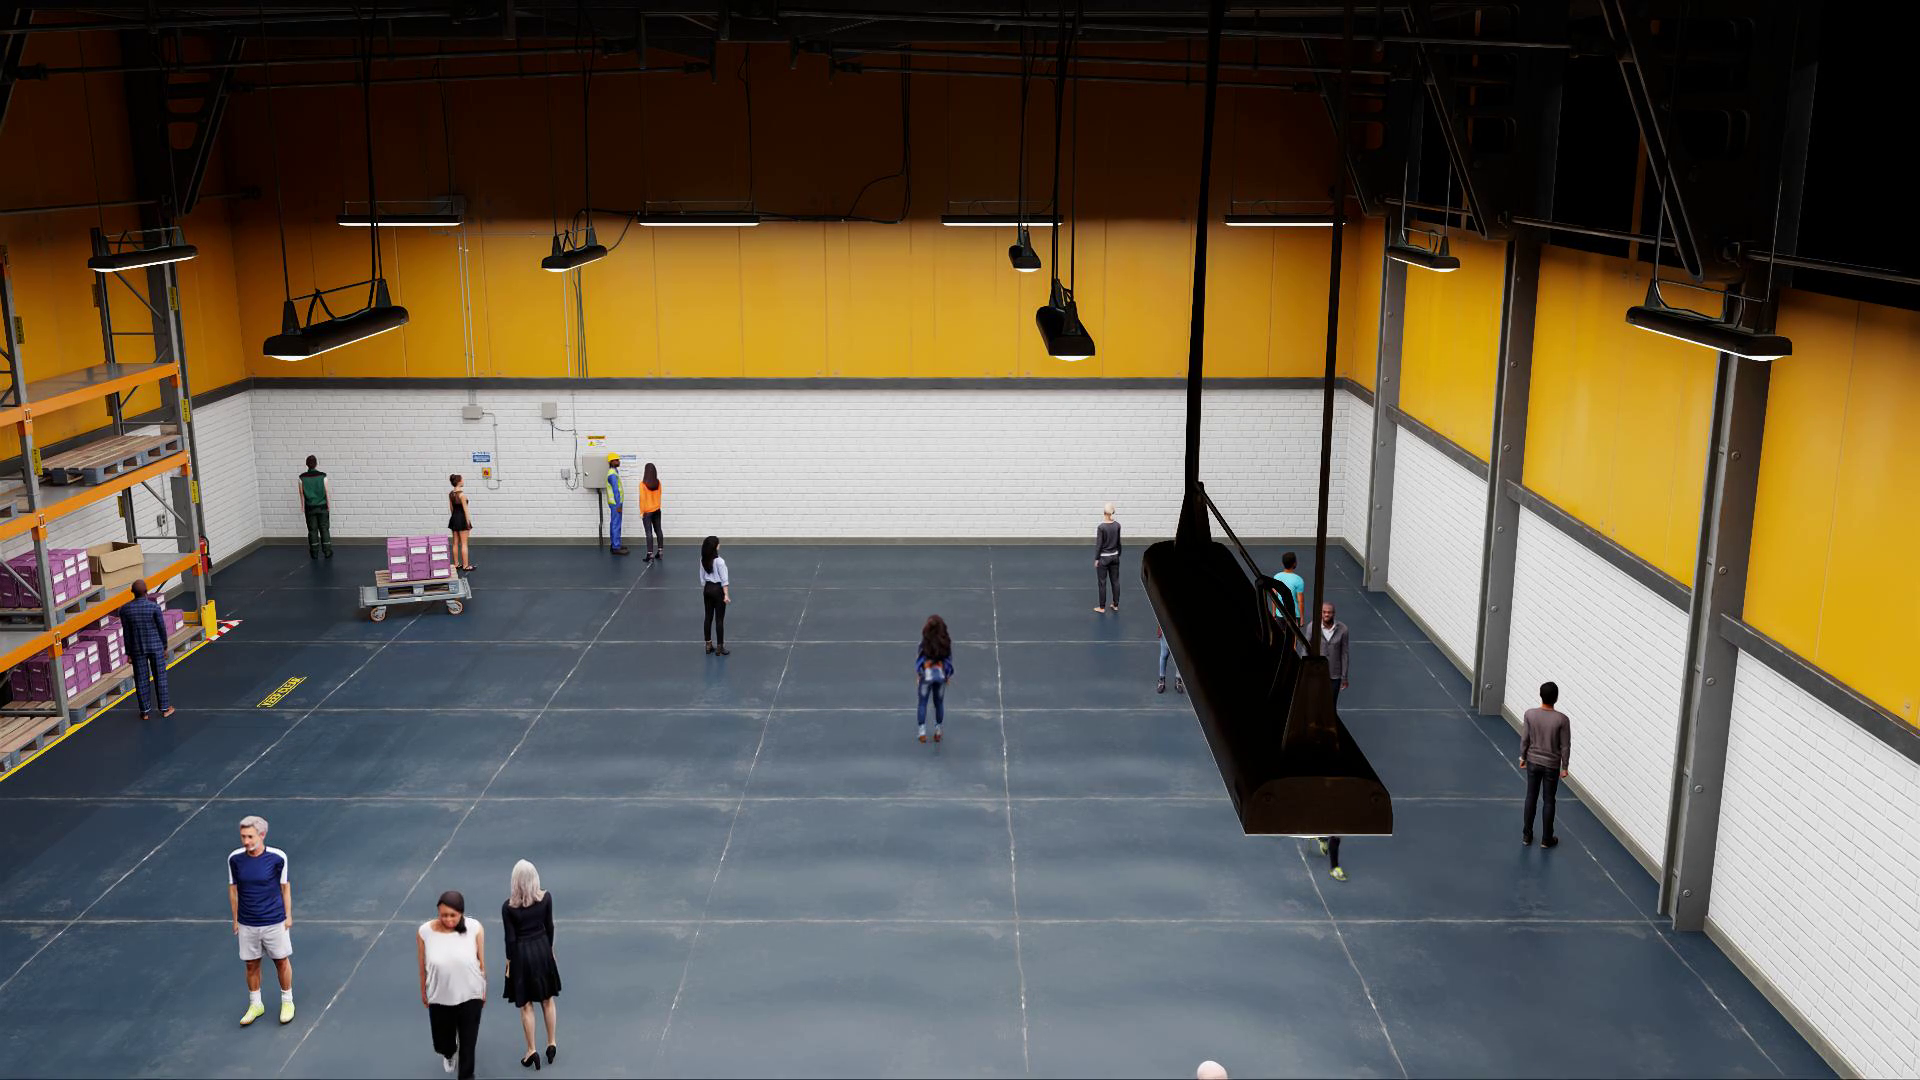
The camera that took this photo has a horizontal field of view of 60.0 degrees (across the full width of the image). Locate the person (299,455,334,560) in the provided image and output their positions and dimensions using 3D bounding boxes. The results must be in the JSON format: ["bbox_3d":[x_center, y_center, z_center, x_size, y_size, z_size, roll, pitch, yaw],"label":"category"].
[{"bbox_3d":[-11.325,-0.594,29.253,0.714,1.843,0.703,-5,14,-18],"label":"person"}]

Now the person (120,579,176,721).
[{"bbox_3d":[-10.344,1.378,21.159,0.744,1.819,0.727,-5,15,-21],"label":"person"}]

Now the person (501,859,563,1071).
[{"bbox_3d":[-3.399,3.349,13.173,0.700,1.747,0.736,-10,17,-35],"label":"person"}]

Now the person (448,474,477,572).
[{"bbox_3d":[-8.560,-0.310,28.438,0.682,1.672,0.726,10,17,36],"label":"person"}]

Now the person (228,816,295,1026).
[{"bbox_3d":[-5.806,3.140,13.843,0.646,1.838,0.562,-1,14,-6],"label":"person"}]

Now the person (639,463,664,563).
[{"bbox_3d":[-5.387,-0.498,29.053,0.767,1.749,0.688,11,17,38],"label":"person"}]

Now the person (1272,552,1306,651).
[{"bbox_3d":[4.468,1.032,22.678,0.695,1.777,0.723,10,17,36],"label":"person"}]

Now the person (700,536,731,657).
[{"bbox_3d":[-3.515,0.783,23.773,0.732,1.744,0.749,9,16,33],"label":"person"}]

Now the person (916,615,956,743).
[{"bbox_3d":[-0.315,1.691,20.283,0.701,1.621,0.664,-4,14,-15],"label":"person"}]

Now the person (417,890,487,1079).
[{"bbox_3d":[-3.889,3.467,12.848,0.736,1.670,0.862,-3,14,-10],"label":"person"}]

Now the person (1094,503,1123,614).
[{"bbox_3d":[2.313,0.262,25.965,0.687,1.726,0.670,-7,15,-25],"label":"person"}]

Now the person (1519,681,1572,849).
[{"bbox_3d":[6.073,2.330,17.339,0.720,1.766,0.713,6,15,22],"label":"person"}]

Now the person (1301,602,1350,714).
[{"bbox_3d":[4.427,1.624,20.149,0.767,1.816,0.642,3,14,10],"label":"person"}]

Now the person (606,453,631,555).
[{"bbox_3d":[-6.134,-0.668,29.617,0.780,1.813,0.615,-4,14,-14],"label":"person"}]
